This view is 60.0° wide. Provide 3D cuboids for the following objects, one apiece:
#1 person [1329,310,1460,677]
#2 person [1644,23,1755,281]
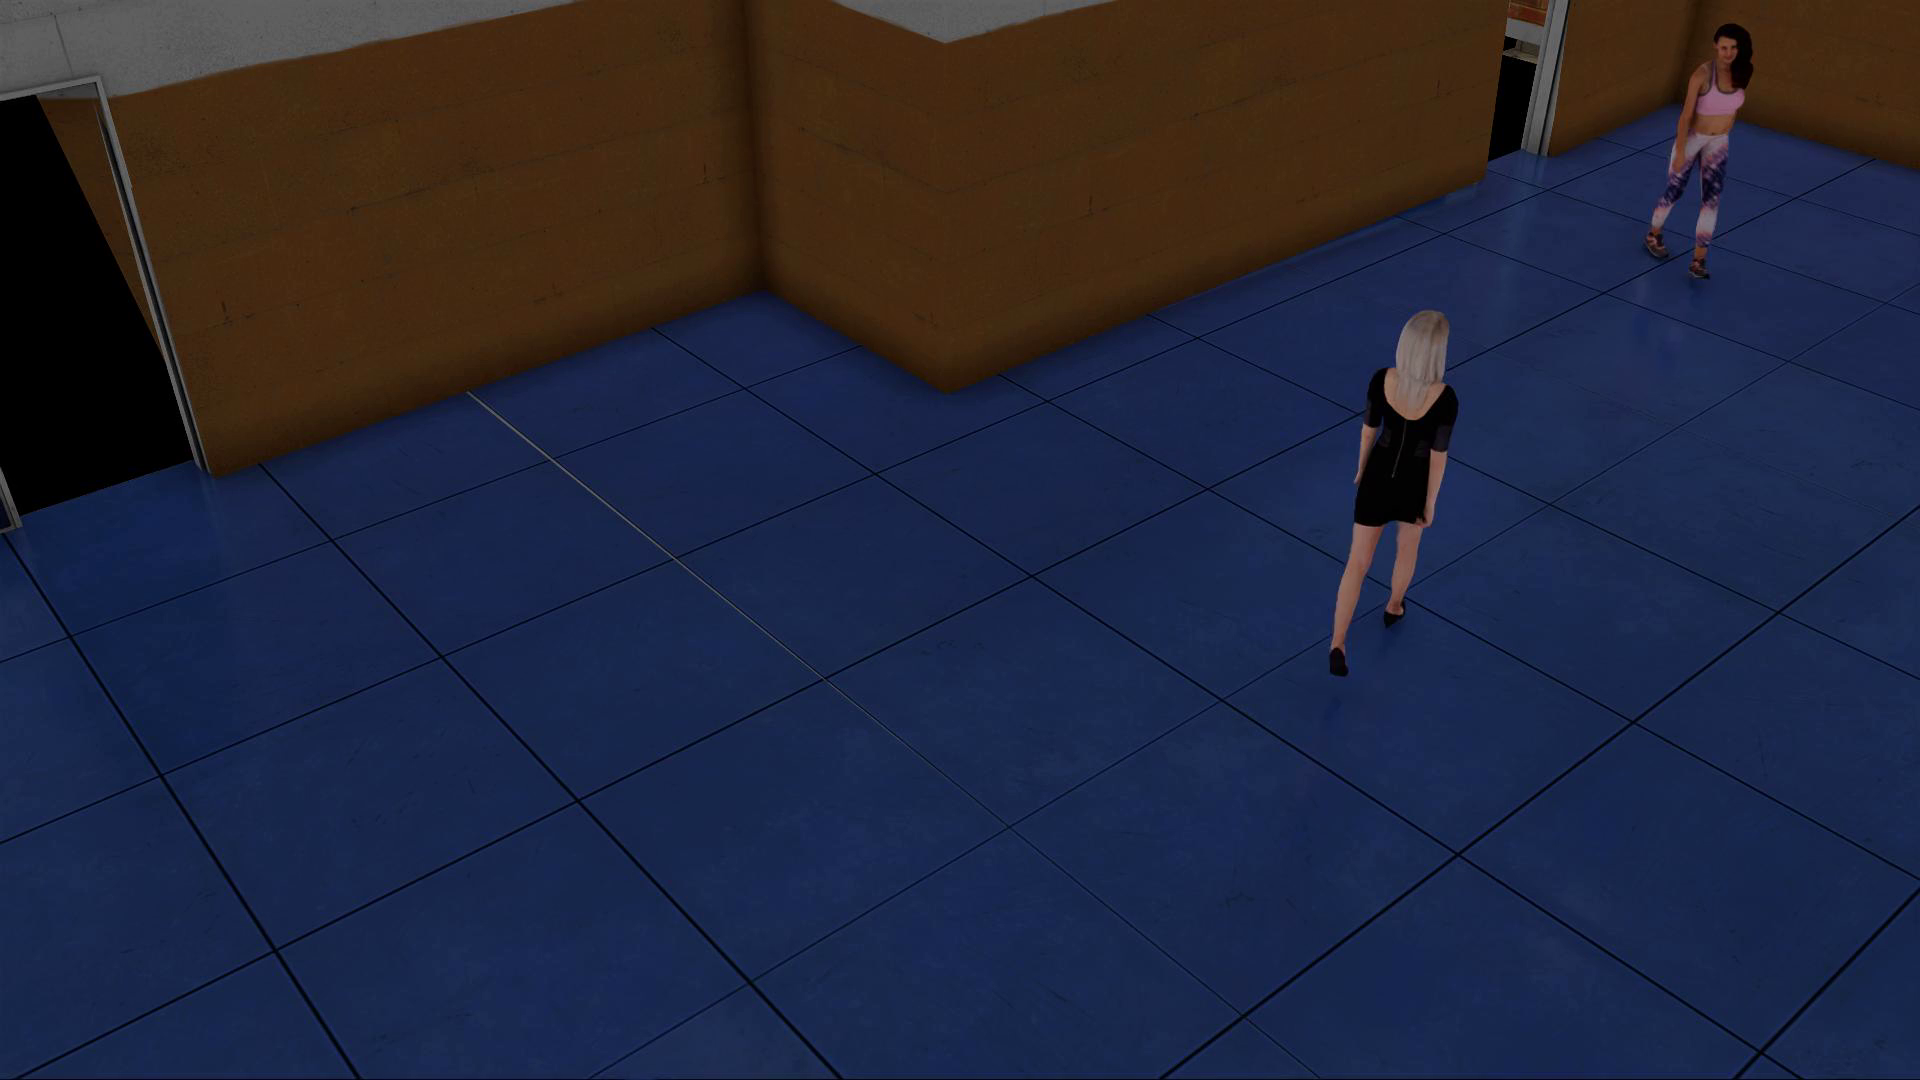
[{"bbox_3d":[1.939,-0.170,7.569,1.145,1.795,0.928,16,37,23],"label":"person"},{"bbox_3d":[5.066,-2.709,11.448,0.966,1.726,1.100,-5,34,-8],"label":"person"}]
